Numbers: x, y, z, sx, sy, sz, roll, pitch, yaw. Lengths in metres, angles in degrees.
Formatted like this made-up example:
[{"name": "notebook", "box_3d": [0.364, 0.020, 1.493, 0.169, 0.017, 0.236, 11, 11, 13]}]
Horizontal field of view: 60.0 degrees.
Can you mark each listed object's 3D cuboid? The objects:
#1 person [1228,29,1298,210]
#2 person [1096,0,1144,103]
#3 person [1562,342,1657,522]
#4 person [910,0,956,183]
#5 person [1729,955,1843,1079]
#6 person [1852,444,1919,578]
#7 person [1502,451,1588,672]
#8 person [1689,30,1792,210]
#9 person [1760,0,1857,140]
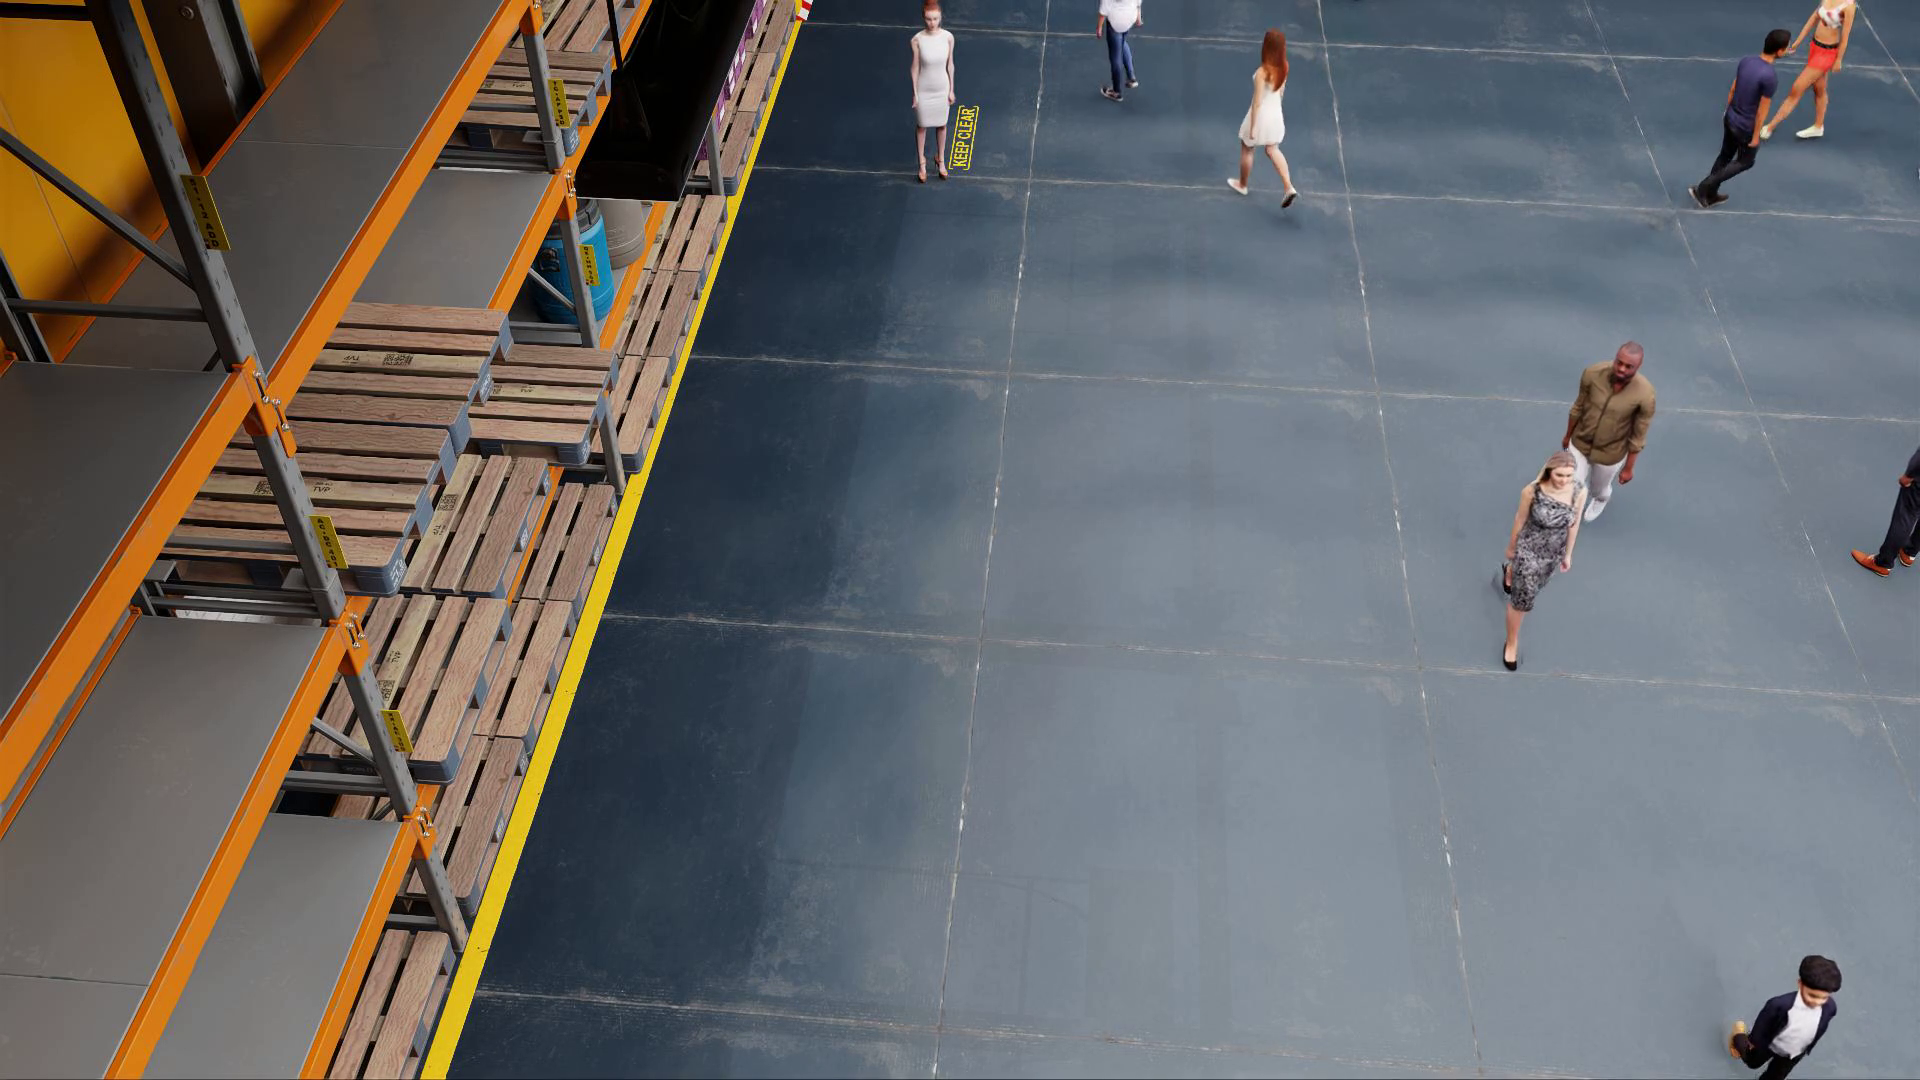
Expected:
[{"name": "person", "box_3d": [2.809, -3.758, 14.964, 0.953, 1.691, 1.100, -24, 49, -23]}, {"name": "person", "box_3d": [1.653, -5.118, 16.382, 0.781, 1.704, 0.843, -30, 51, -28]}, {"name": "person", "box_3d": [4.510, -0.676, 11.653, 1.098, 1.796, 1.237, 29, 51, 27]}, {"name": "person", "box_3d": [-0.255, -4.119, 15.270, 0.619, 1.793, 0.577, -10, 45, -10]}, {"name": "person", "box_3d": [4.298, 2.546, 8.694, 0.501, 1.214, 0.739, 3, 44, 4]}, {"name": "person", "box_3d": [6.724, -0.494, 11.442, 0.784, 1.824, 0.756, -14, 45, -15]}, {"name": "person", "box_3d": [3.819, 0.012, 11.018, 0.630, 1.675, 1.084, 0, 44, 0]}, {"name": "person", "box_3d": [6.911, -3.703, 14.849, 0.852, 1.771, 0.808, -11, 45, -12]}, {"name": "person", "box_3d": [8.288, -4.614, 15.815, 0.734, 1.757, 1.023, -4, 44, -4]}]
